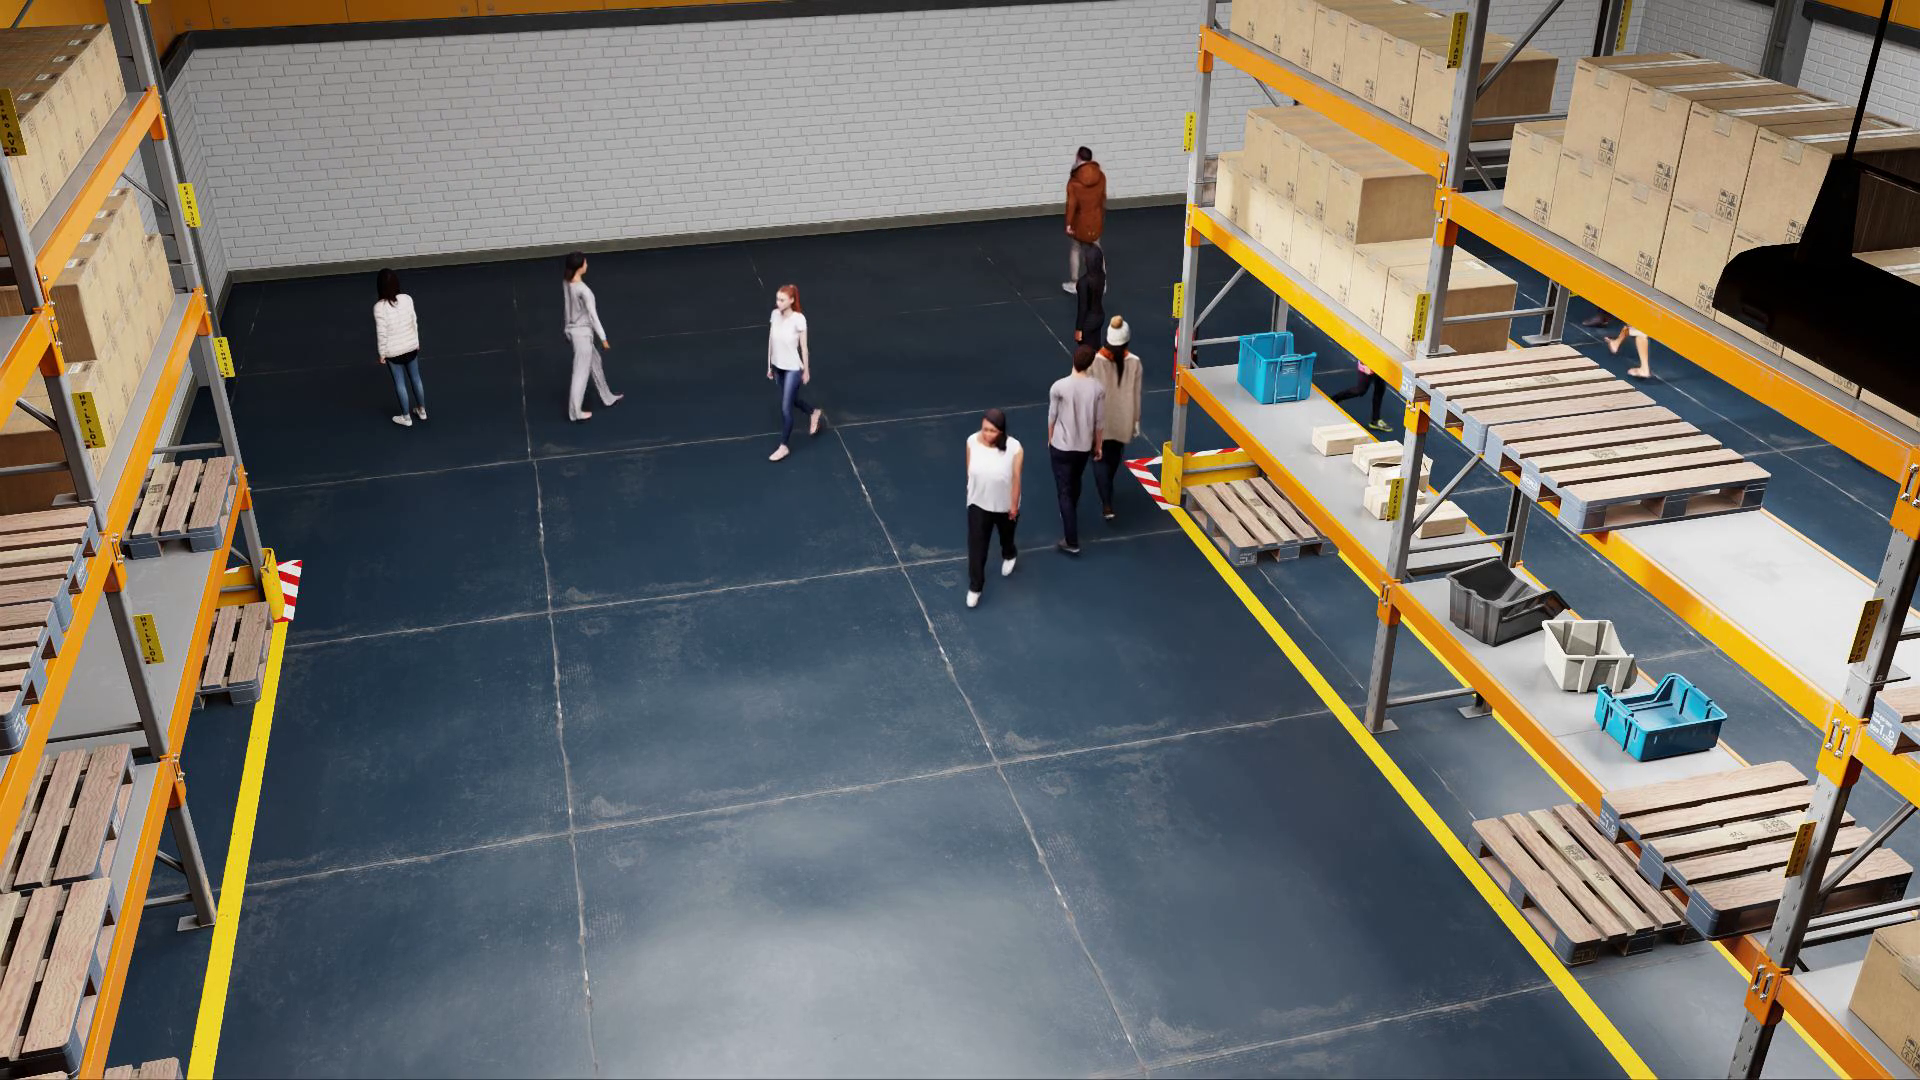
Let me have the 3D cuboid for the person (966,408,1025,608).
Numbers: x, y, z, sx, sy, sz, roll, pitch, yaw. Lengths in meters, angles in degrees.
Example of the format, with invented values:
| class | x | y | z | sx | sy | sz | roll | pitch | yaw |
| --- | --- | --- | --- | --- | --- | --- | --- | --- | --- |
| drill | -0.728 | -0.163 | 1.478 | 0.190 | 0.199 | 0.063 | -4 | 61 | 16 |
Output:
| class | x | y | z | sx | sy | sz | roll | pitch | yaw |
| --- | --- | --- | --- | --- | --- | --- | --- | --- | --- |
| person | 0.310 | -0.340 | 13.811 | 1.022 | 1.648 | 1.207 | 8 | 30 | 15 |

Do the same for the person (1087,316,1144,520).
| class | x | y | z | sx | sy | sz | roll | pitch | yaw |
| --- | --- | --- | --- | --- | --- | --- | --- | --- | --- |
| person | 1.346 | -1.061 | 14.910 | 0.886 | 1.862 | 1.203 | -2 | 29 | -3 |

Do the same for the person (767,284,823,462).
| class | x | y | z | sx | sy | sz | roll | pitch | yaw |
| --- | --- | --- | --- | --- | --- | --- | --- | --- | --- |
| person | -1.616 | -1.678 | 16.195 | 1.069 | 1.714 | 1.066 | 18 | 34 | 30 |

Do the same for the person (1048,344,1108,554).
| class | x | y | z | sx | sy | sz | roll | pitch | yaw |
| --- | --- | --- | --- | --- | --- | --- | --- | --- | --- |
| person | 0.993 | -0.748 | 14.424 | 0.653 | 1.778 | 1.097 | -10 | 30 | -18 |

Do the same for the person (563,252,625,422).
| class | x | y | z | sx | sy | sz | roll | pitch | yaw |
| --- | --- | --- | --- | --- | --- | --- | --- | --- | --- |
| person | -3.900 | -2.020 | 16.788 | 0.925 | 1.747 | 0.963 | -22 | 35 | -34 |

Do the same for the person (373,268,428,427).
| class | x | y | z | sx | sy | sz | roll | pitch | yaw |
| --- | --- | --- | --- | --- | --- | --- | --- | --- | --- |
| person | -5.656 | -1.956 | 16.784 | 0.733 | 1.638 | 0.702 | 21 | 35 | 33 |

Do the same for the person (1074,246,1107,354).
| class | x | y | z | sx | sy | sz | roll | pitch | yaw |
| --- | --- | --- | --- | --- | --- | --- | --- | --- | --- |
| person | 1.337 | -2.216 | 17.176 | 0.719 | 1.720 | 0.664 | 16 | 33 | 27 |

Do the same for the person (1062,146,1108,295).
| class | x | y | z | sx | sy | sz | roll | pitch | yaw |
| --- | --- | --- | --- | --- | --- | --- | --- | --- | --- |
| person | 1.549 | -3.804 | 19.977 | 0.820 | 1.826 | 0.966 | -13 | 31 | -23 |
